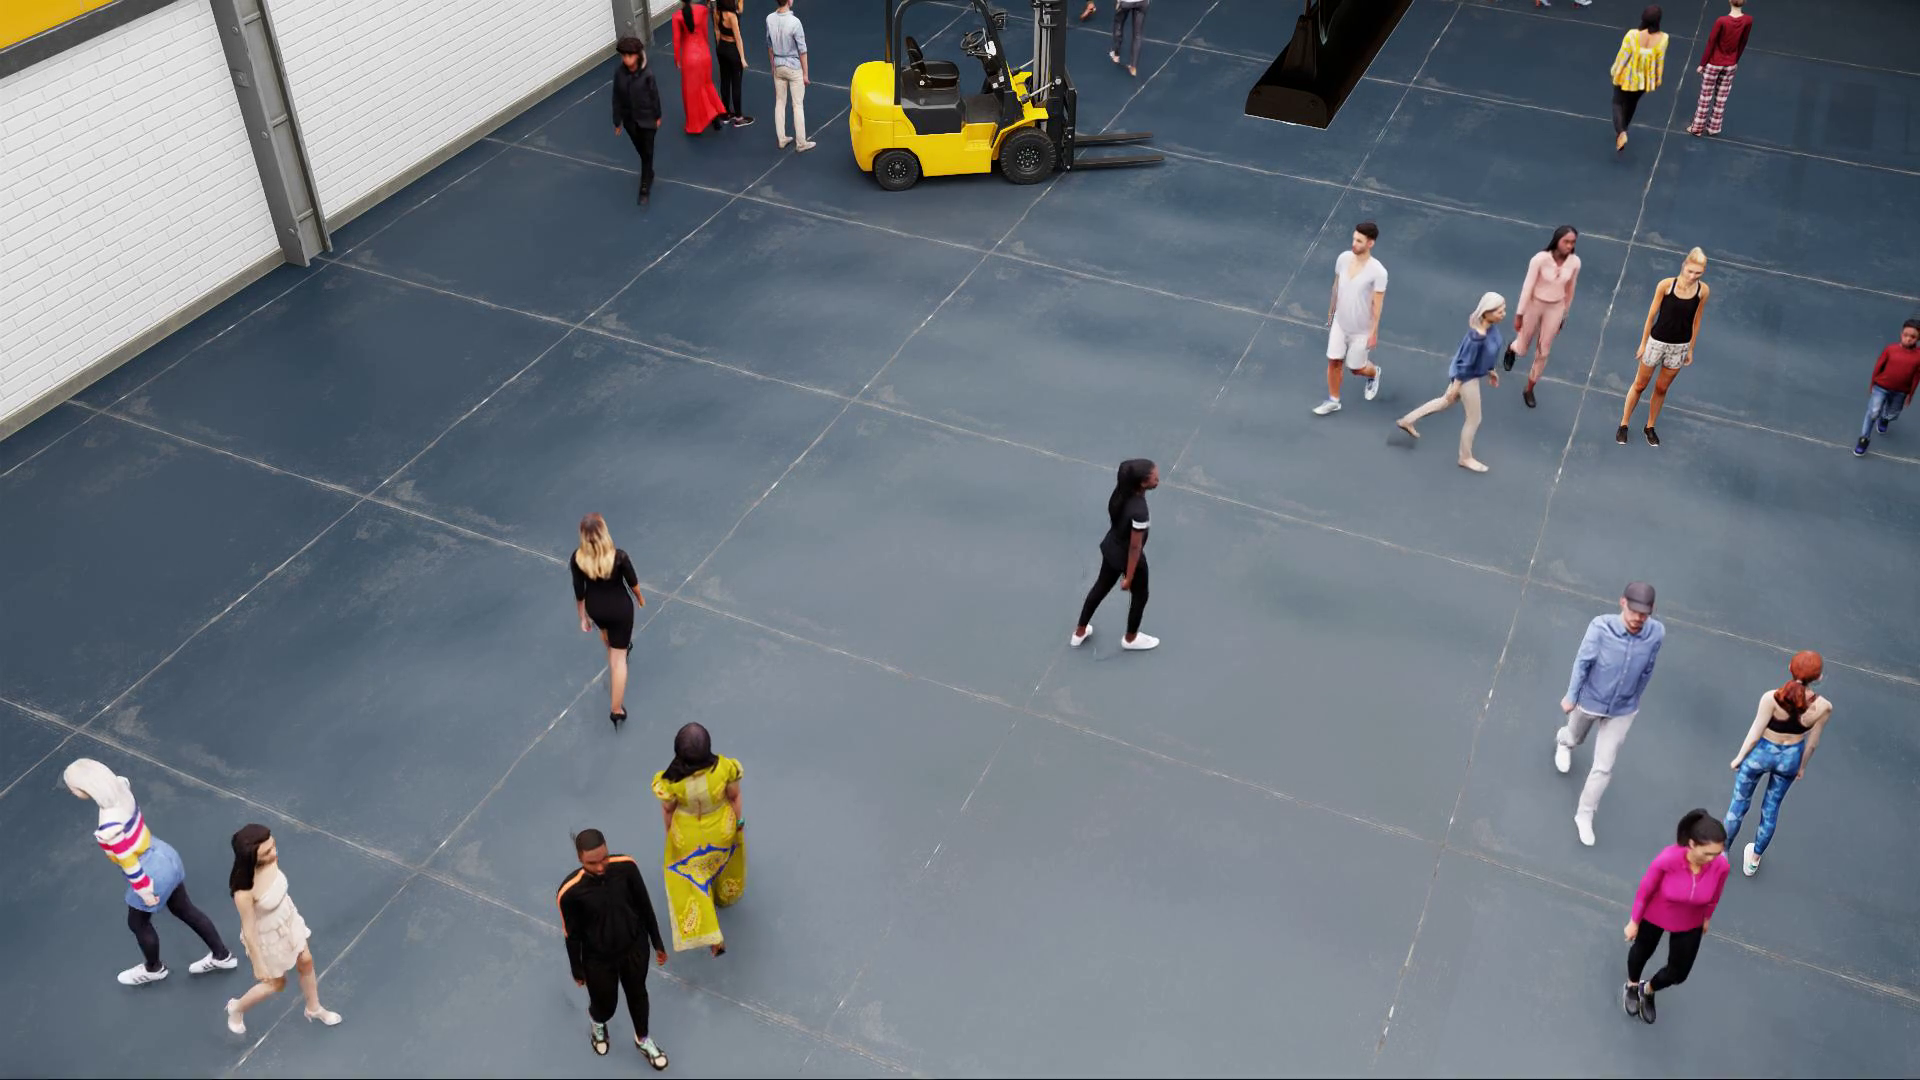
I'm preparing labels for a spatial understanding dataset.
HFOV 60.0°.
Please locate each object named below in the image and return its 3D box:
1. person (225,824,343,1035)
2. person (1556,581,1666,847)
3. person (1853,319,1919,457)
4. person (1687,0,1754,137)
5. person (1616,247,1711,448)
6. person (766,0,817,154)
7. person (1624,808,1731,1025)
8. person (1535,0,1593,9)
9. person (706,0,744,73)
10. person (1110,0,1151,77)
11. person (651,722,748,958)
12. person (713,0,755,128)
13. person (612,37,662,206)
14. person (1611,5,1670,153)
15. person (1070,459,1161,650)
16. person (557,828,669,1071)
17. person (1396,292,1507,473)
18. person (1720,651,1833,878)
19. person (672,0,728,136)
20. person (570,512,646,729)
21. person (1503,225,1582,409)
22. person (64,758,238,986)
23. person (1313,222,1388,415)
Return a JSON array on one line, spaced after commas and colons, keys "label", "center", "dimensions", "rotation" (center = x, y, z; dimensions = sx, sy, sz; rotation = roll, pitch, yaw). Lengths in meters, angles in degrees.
[{"label": "person", "center": [-3.911, 2.201, 9.275], "dimensions": [0.869, 1.708, 0.911], "rotation": [4, 39, 5]}, {"label": "person", "center": [4.133, 0.973, 10.690], "dimensions": [0.863, 1.862, 1.231], "rotation": [7, 39, 9]}, {"label": "person", "center": [7.892, -1.321, 14.061], "dimensions": [0.506, 1.241, 0.753], "rotation": [18, 42, 21]}, {"label": "person", "center": [8.609, -5.400, 18.795], "dimensions": [0.684, 1.705, 0.670], "rotation": [-2, 39, -3]}, {"label": "person", "center": [5.940, -1.652, 13.986], "dimensions": [0.667, 1.851, 0.620], "rotation": [6, 39, 8]}, {"label": "person", "center": [-1.912, -5.236, 18.478], "dimensions": [0.664, 1.846, 0.547], "rotation": [20, 43, 23]}, {"label": "person", "center": [4.016, 2.080, 9.452], "dimensions": [0.687, 1.687, 0.692], "rotation": [6, 39, 8]}, {"label": "person", "center": [7.893, -7.778, 21.866], "dimensions": [0.846, 1.589, 0.954], "rotation": [6, 39, 8]}, {"label": "person", "center": [-2.846, -6.568, 20.228], "dimensions": [0.995, 1.754, 1.202], "rotation": [0, 39, 0]}, {"label": "person", "center": [2.121, -6.496, 20.137], "dimensions": [0.911, 1.744, 1.010], "rotation": [-6, 39, -8]}, {"label": "person", "center": [-1.514, 1.777, 9.873], "dimensions": [1.232, 1.635, 1.298], "rotation": [-12, 40, -14]}, {"label": "person", "center": [-2.642, -5.560, 19.046], "dimensions": [0.591, 1.644, 0.554], "rotation": [26, 45, 29]}, {"label": "person", "center": [-3.392, -4.503, 17.655], "dimensions": [0.886, 1.727, 1.196], "rotation": [4, 39, 5]}, {"label": "person", "center": [7.486, -5.090, 18.464], "dimensions": [0.905, 1.635, 1.050], "rotation": [3, 39, 4]}, {"label": "person", "center": [1.121, 0.122, 11.883], "dimensions": [0.977, 1.704, 0.936], "rotation": [-12, 40, -15]}, {"label": "person", "center": [-1.940, 2.207, 9.193], "dimensions": [0.857, 1.802, 0.899], "rotation": [-25, 45, -28]}, {"label": "person", "center": [4.123, -1.351, 13.769], "dimensions": [0.699, 1.662, 1.012], "rotation": [13, 41, 16]}, {"label": "person", "center": [4.990, 1.380, 10.251], "dimensions": [0.620, 1.784, 0.613], "rotation": [8, 39, 9]}, {"label": "person", "center": [-2.943, -5.389, 18.735], "dimensions": [0.814, 1.774, 0.859], "rotation": [-30, 48, -32]}, {"label": "person", "center": [-2.404, 0.579, 11.374], "dimensions": [0.805, 1.625, 1.137], "rotation": [3, 39, 4]}, {"label": "person", "center": [5.060, -2.012, 14.554], "dimensions": [0.845, 1.705, 0.998], "rotation": [0, 39, 0]}, {"label": "person", "center": [-4.577, 1.903, 9.602], "dimensions": [1.008, 1.766, 0.984], "rotation": [-8, 39, -10]}, {"label": "person", "center": [3.451, -1.905, 14.312], "dimensions": [1.045, 1.839, 0.922], "rotation": [-24, 44, -27]}]
